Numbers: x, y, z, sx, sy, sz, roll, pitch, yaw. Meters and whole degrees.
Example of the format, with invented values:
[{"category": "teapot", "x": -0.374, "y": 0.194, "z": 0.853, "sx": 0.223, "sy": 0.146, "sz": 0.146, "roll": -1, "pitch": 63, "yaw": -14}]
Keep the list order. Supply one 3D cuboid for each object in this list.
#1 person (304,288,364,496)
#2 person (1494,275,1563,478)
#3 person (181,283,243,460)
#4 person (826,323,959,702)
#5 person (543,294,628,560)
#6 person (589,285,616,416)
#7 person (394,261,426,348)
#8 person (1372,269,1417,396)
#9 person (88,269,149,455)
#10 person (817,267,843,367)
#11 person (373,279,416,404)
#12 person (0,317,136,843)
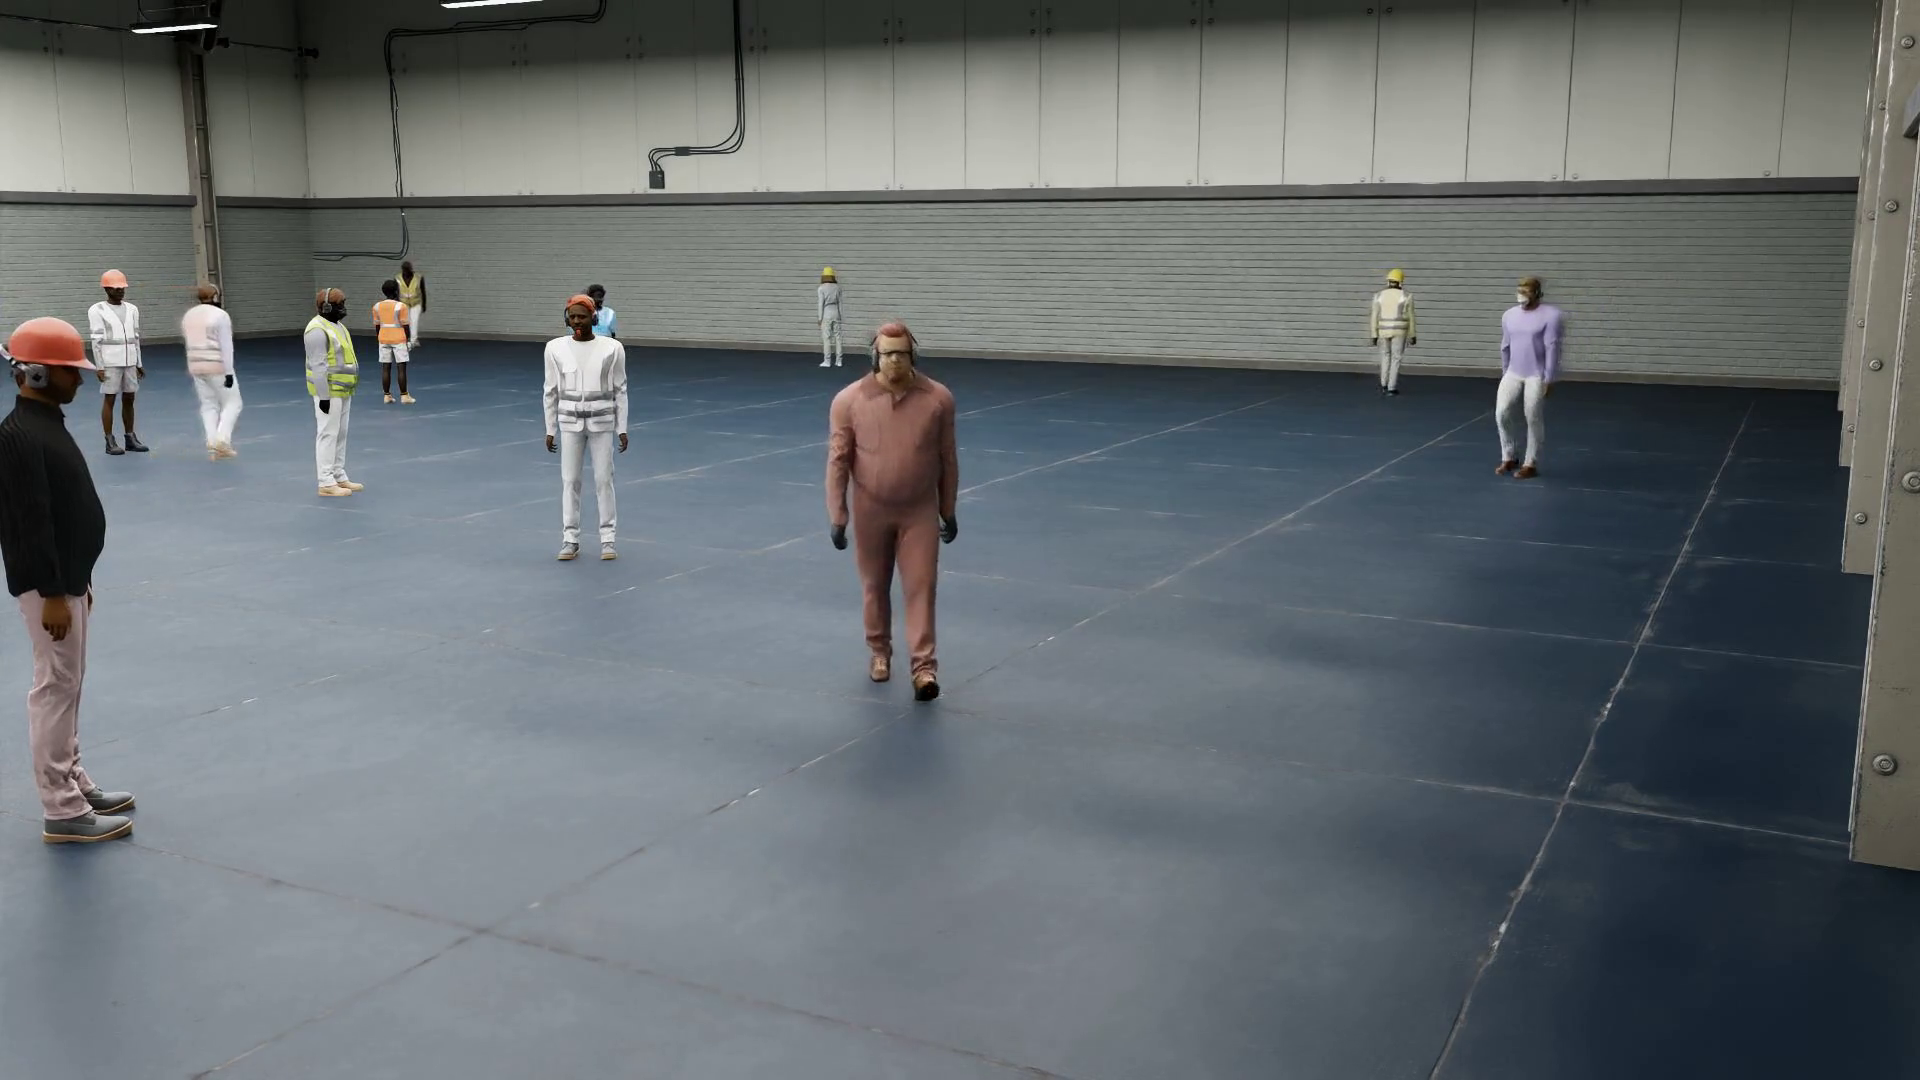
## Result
[{"category": "person", "x": -5.543, "y": -1.304, "z": 14.734, "sx": 0.430, "sy": 1.836, "sz": 0.628, "roll": 0, "pitch": 10, "yaw": -2}, {"category": "person", "x": 5.335, "y": -1.523, "z": 15.690, "sx": 0.530, "sy": 1.921, "sz": 0.633, "roll": -10, "pitch": 14, "yaw": -43}, {"category": "person", "x": -7.669, "y": -1.721, "z": 17.056, "sx": 0.651, "sy": 1.815, "sz": 0.440, "roll": 4, "pitch": 11, "yaw": 19}, {"category": "person", "x": -0.327, "y": -0.135, "z": 8.282, "sx": 0.674, "sy": 1.855, "sz": 0.988, "roll": -1, "pitch": 10, "yaw": -4}, {"category": "person", "x": -2.645, "y": -0.791, "z": 11.782, "sx": 0.585, "sy": 1.882, "sz": 0.337, "roll": -1, "pitch": 10, "yaw": -5}, {"category": "person", "x": -4.558, "y": -2.381, "z": 21.045, "sx": 0.538, "sy": 1.658, "sz": 0.832, "roll": -5, "pitch": 12, "yaw": -27}, {"category": "person", "x": -11.286, "y": -4.836, "z": 34.174, "sx": 0.634, "sy": 1.785, "sz": 0.938, "roll": -1, "pitch": 10, "yaw": -7}, {"category": "person", "x": 6.267, "y": -2.985, "z": 23.939, "sx": 0.606, "sy": 1.821, "sz": 0.517, "roll": 8, "pitch": 13, "yaw": 37}, {"category": "person", "x": -8.854, "y": -1.874, "z": 17.541, "sx": 0.378, "sy": 1.938, "sz": 0.547, "roll": 6, "pitch": 12, "yaw": 28}, {"category": "person", "x": -2.293, "y": -3.919, "z": 29.227, "sx": 0.492, "sy": 1.742, "sz": 0.321, "roll": -7, "pitch": 13, "yaw": -34}, {"category": "person", "x": -7.718, "y": -2.694, "z": 22.673, "sx": 0.534, "sy": 1.697, "sz": 0.318, "roll": 2, "pitch": 11, "yaw": 13}, {"category": "person", "x": -3.433, "y": 0.152, "z": 6.350, "sx": 0.384, "sy": 1.991, "sz": 0.609, "roll": -4, "pitch": 11, "yaw": -22}]
